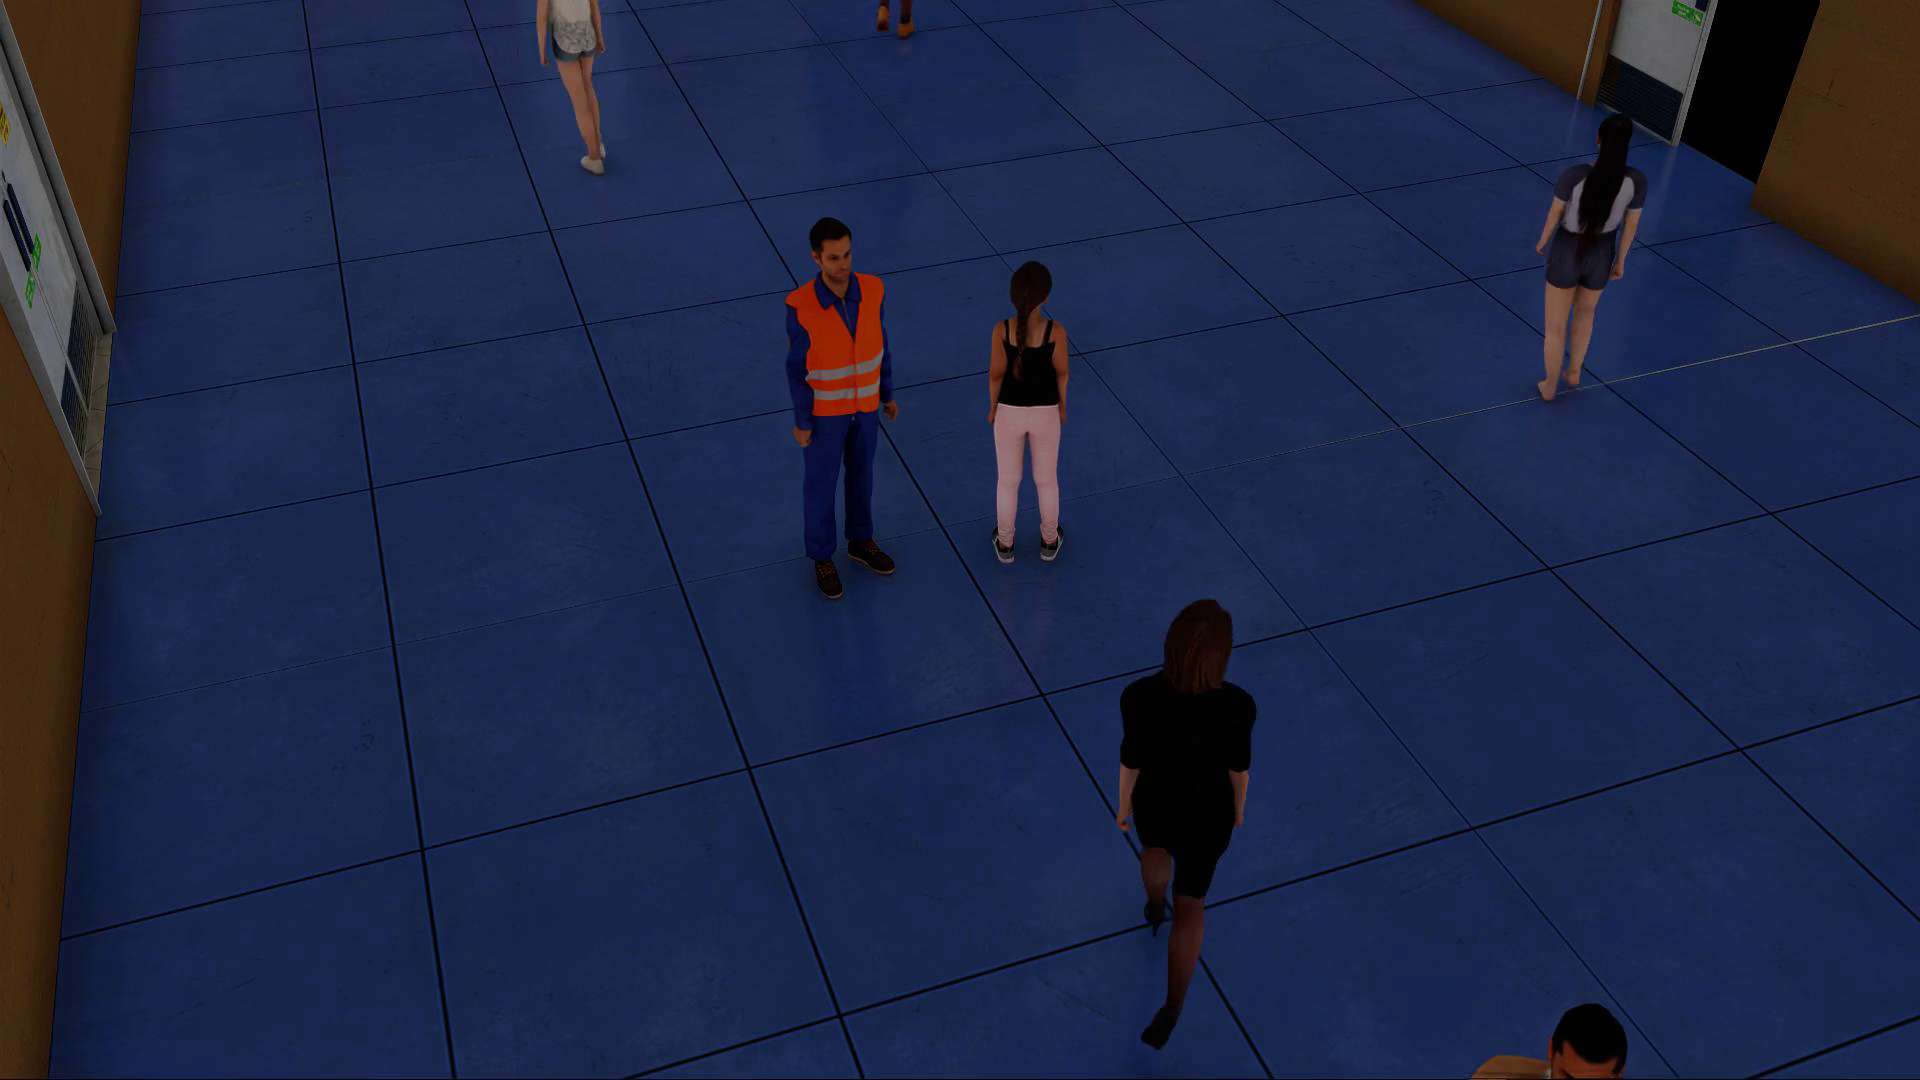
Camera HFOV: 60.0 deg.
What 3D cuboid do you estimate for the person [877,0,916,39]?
[{"bbox_3d":[-0.494,-4.825,13.268,0.817,1.711,0.847,6,37,8],"label":"person"}]

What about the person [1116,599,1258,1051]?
[{"bbox_3d":[0.735,0.979,5.551,1.077,1.675,1.001,6,37,8],"label":"person"}]

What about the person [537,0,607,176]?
[{"bbox_3d":[-2.538,-3.282,11.177,0.627,1.753,0.738,-27,45,-31],"label":"person"}]

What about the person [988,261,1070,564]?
[{"bbox_3d":[0.314,-0.579,7.733,0.543,1.564,0.660,1,37,1],"label":"person"}]

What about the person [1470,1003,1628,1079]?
[{"bbox_3d":[1.473,1.811,4.390,0.738,1.754,0.818,12,38,15],"label":"person"}]

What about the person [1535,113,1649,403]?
[{"bbox_3d":[3.310,-1.439,8.817,0.653,1.638,0.753,3,37,4],"label":"person"}]

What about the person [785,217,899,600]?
[{"bbox_3d":[-0.540,-0.604,7.516,0.640,1.864,0.807,-23,43,-28],"label":"person"}]
